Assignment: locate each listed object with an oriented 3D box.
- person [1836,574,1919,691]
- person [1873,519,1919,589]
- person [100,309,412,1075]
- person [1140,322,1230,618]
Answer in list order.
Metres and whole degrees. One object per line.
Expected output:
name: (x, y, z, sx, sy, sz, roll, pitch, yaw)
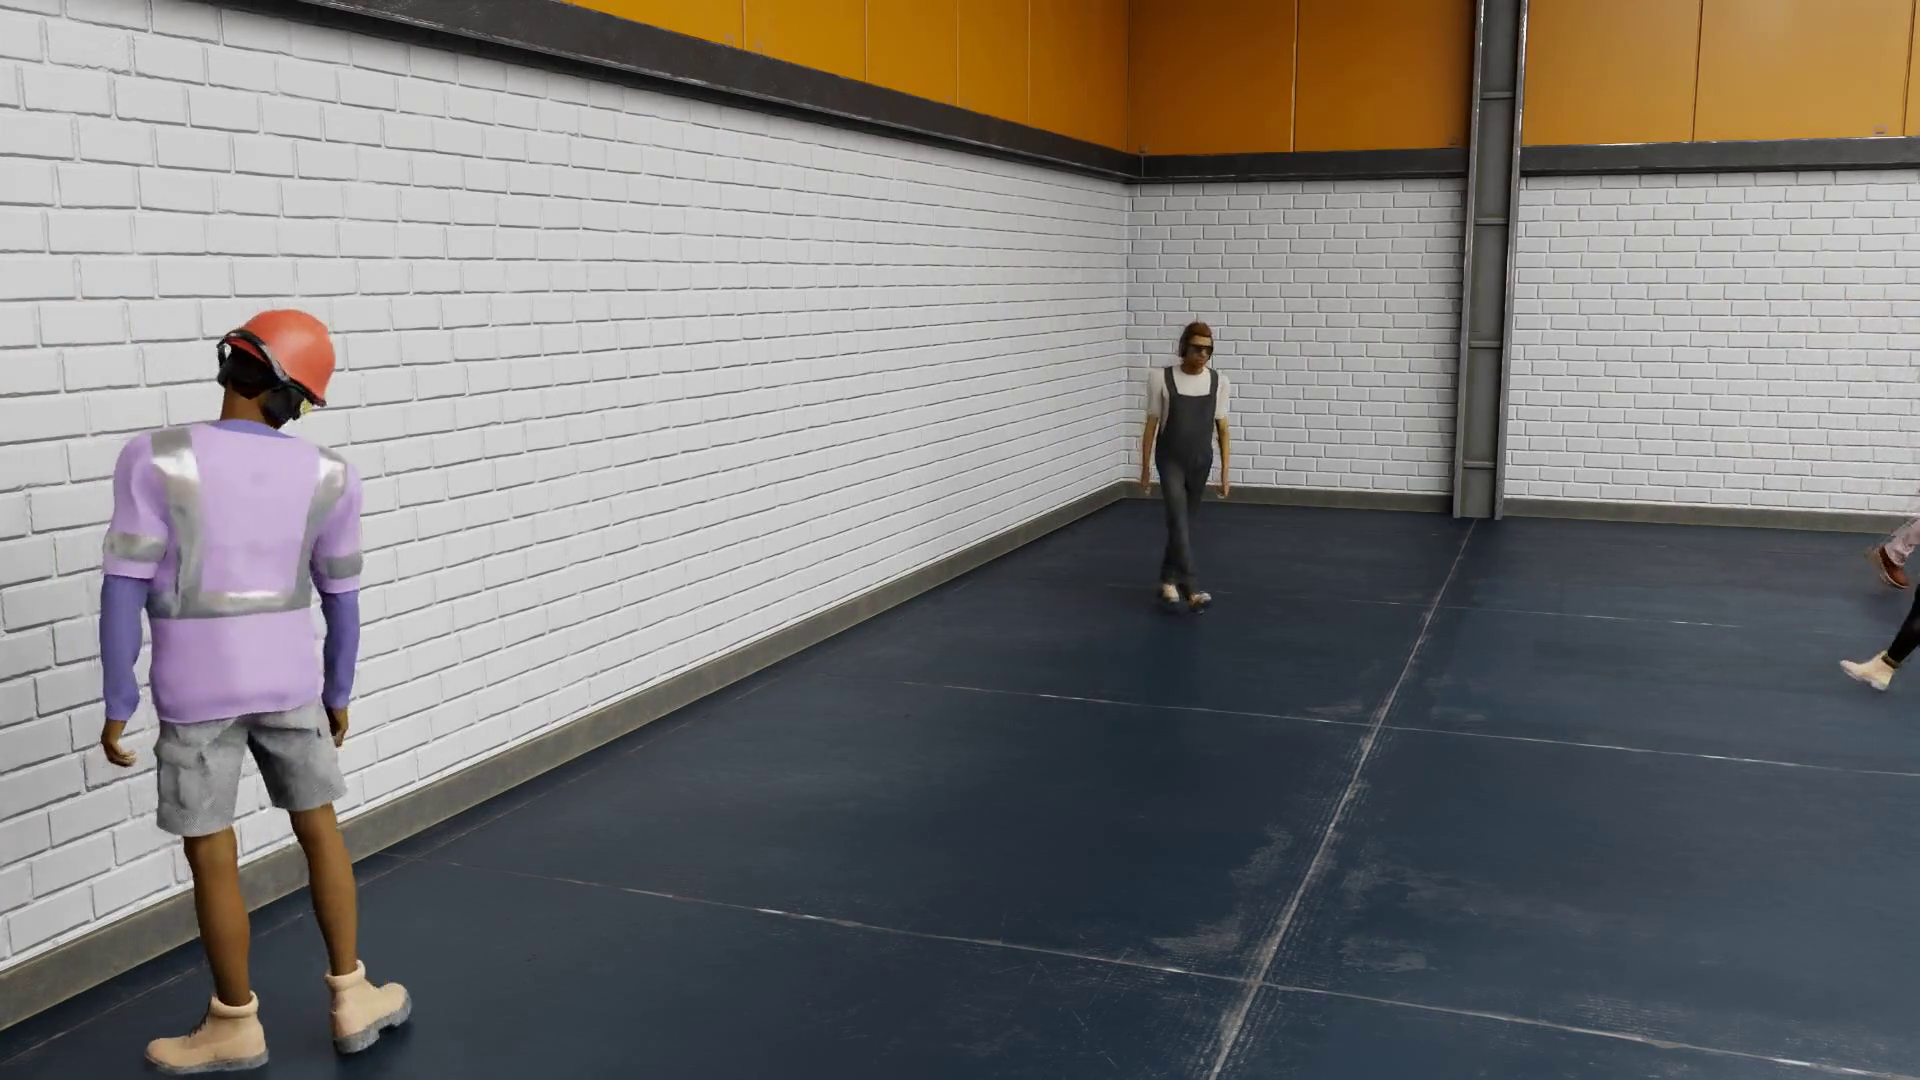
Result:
person: (4.795, -0.022, 8.002, 0.888, 1.644, 0.551, 3, 9, 17)
person: (6.387, -0.582, 10.564, 0.631, 1.964, 0.907, -6, 11, -34)
person: (-1.831, 0.409, 4.304, 0.722, 1.986, 0.411, -9, 13, -44)
person: (1.402, -0.439, 10.206, 0.515, 1.775, 1.018, -2, 9, -12)
